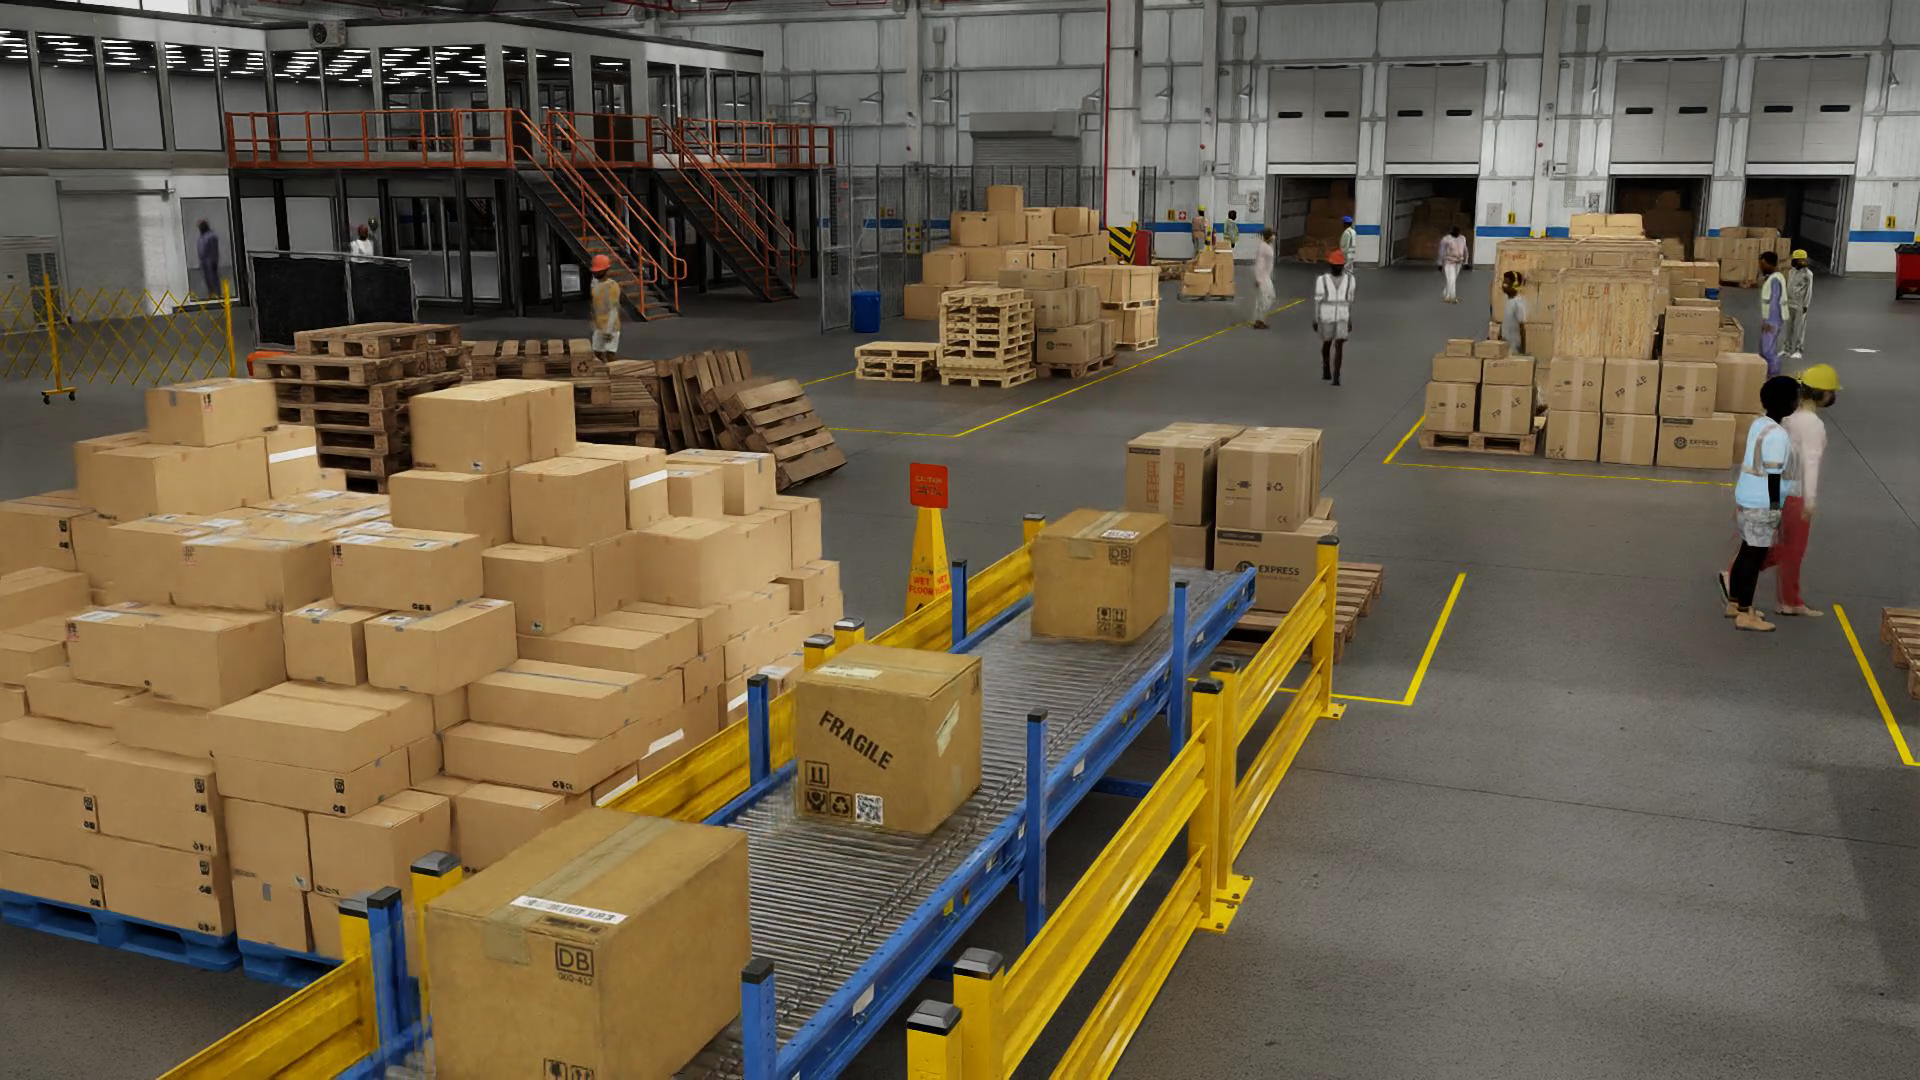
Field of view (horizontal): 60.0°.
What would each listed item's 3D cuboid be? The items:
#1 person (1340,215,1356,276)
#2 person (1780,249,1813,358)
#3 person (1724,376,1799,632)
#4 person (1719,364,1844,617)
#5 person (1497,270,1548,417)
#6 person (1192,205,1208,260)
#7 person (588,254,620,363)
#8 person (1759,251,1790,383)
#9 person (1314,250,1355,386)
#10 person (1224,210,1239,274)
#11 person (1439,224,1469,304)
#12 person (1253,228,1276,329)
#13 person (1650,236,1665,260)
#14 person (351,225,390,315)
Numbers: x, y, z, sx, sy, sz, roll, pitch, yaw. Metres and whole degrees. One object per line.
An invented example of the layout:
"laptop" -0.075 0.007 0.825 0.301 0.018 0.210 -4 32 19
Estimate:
"person" 9.175 -6.722 39.453 0.405 1.943 0.614 7 15 30
"person" 13.490 -3.810 26.846 0.310 1.744 0.486 -4 13 -18
"person" 5.301 -0.245 10.984 0.320 1.691 0.536 3 13 13
"person" 5.541 -0.324 11.197 0.642 1.746 0.536 2 13 11
"person" 6.721 -2.345 20.106 0.972 1.829 0.527 1 13 6
"person" 7.362 -9.291 51.040 0.401 1.919 0.590 -11 17 -41
"person" -4.713 -2.803 21.925 0.585 1.919 0.415 10 16 39
"person" 11.244 -3.021 22.964 0.509 1.896 0.705 5 13 20
"person" 5.321 -3.180 23.676 0.557 1.903 0.933 2 13 8
"person" 7.894 -8.663 48.394 0.429 1.842 0.637 -1 13 -4
"person" 11.195 -6.262 37.742 0.624 1.795 0.959 -4 13 -17
"person" 5.815 -4.949 31.549 0.520 1.921 0.628 4 13 19
"person" 12.323 -4.471 29.598 0.343 1.839 0.506 2 13 10
"person" -12.306 -5.601 34.622 0.885 1.848 0.612 7 14 28
